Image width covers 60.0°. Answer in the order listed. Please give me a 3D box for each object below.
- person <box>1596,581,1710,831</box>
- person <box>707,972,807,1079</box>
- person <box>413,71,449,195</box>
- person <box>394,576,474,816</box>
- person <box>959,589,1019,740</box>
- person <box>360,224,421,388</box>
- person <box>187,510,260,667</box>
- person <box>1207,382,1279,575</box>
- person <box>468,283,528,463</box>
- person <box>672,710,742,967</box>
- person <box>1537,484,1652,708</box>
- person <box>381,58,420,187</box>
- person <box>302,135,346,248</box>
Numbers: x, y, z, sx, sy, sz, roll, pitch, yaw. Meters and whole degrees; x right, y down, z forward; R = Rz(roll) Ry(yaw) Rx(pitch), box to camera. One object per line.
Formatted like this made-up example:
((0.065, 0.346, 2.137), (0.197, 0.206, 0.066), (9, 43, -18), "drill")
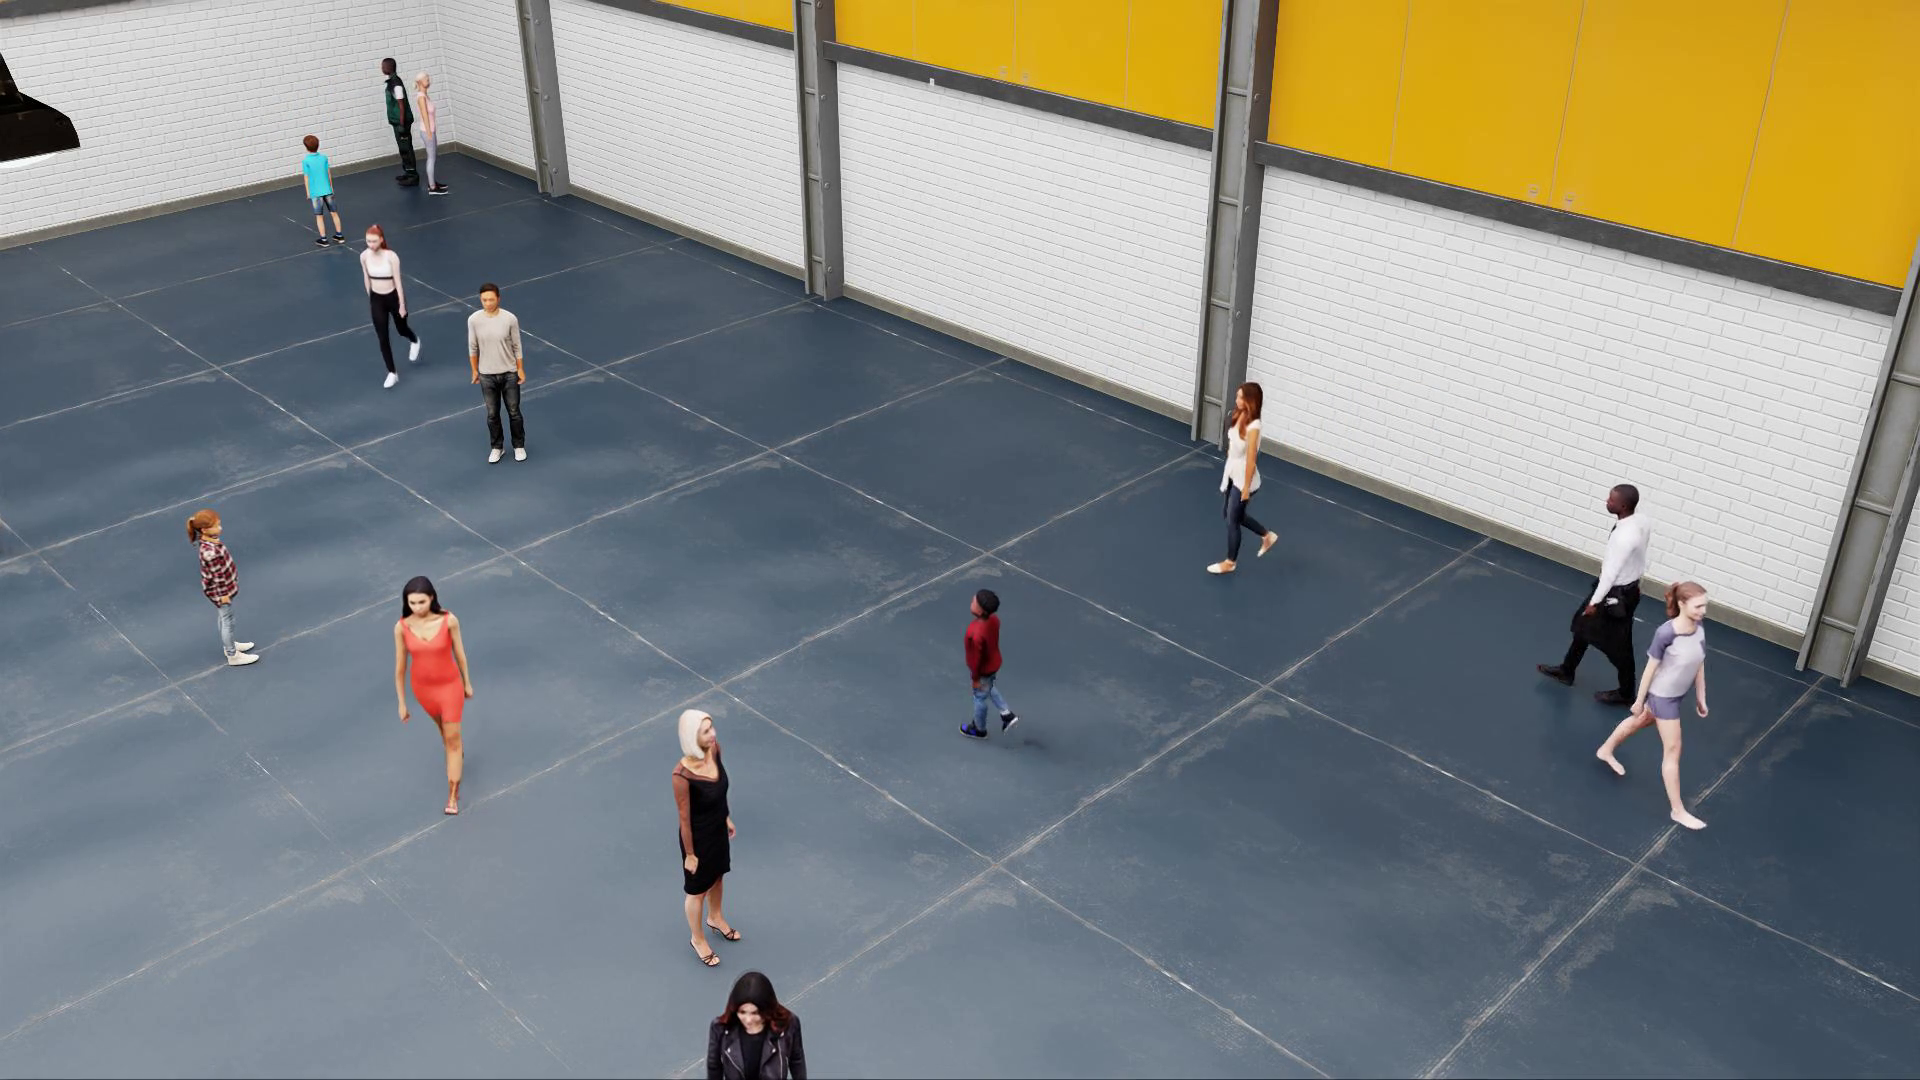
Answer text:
((4.728, 1.016, 11.297), (0.726, 1.704, 1.220), (-17, 33, -29), "person")
((-1.001, 2.755, 8.179), (0.725, 1.637, 0.762), (-3, 29, -5), "person")
((-7.638, -5.858, 23.879), (0.693, 1.723, 0.586), (-8, 30, -13), "person")
((-3.571, 0.985, 11.395), (1.043, 1.665, 1.195), (-4, 29, -8), "person")
((0.232, 0.908, 11.970), (0.722, 1.249, 0.614), (13, 31, 23), "person")
((-6.099, -2.556, 17.841), (1.110, 1.707, 1.131), (2, 29, 3), "person")
((-5.758, 0.357, 12.920), (0.642, 1.306, 0.524), (-14, 32, -24), "person")
((2.459, -0.521, 14.044), (0.939, 1.772, 0.914), (-4, 29, -7), "person")
((-4.452, -1.633, 16.045), (0.739, 1.808, 0.761), (-4, 29, -7), "person")
((-1.525, 1.748, 9.908), (0.607, 1.749, 0.651), (14, 32, 24), "person")
((4.935, 0.458, 12.213), (1.058, 1.807, 0.809), (16, 33, 27), "person")
((-8.133, -6.088, 24.179), (0.828, 1.840, 0.683), (-12, 31, -21), "person")
((-8.404, -4.606, 21.870), (0.471, 1.448, 0.512), (24, 37, 37), "person")
